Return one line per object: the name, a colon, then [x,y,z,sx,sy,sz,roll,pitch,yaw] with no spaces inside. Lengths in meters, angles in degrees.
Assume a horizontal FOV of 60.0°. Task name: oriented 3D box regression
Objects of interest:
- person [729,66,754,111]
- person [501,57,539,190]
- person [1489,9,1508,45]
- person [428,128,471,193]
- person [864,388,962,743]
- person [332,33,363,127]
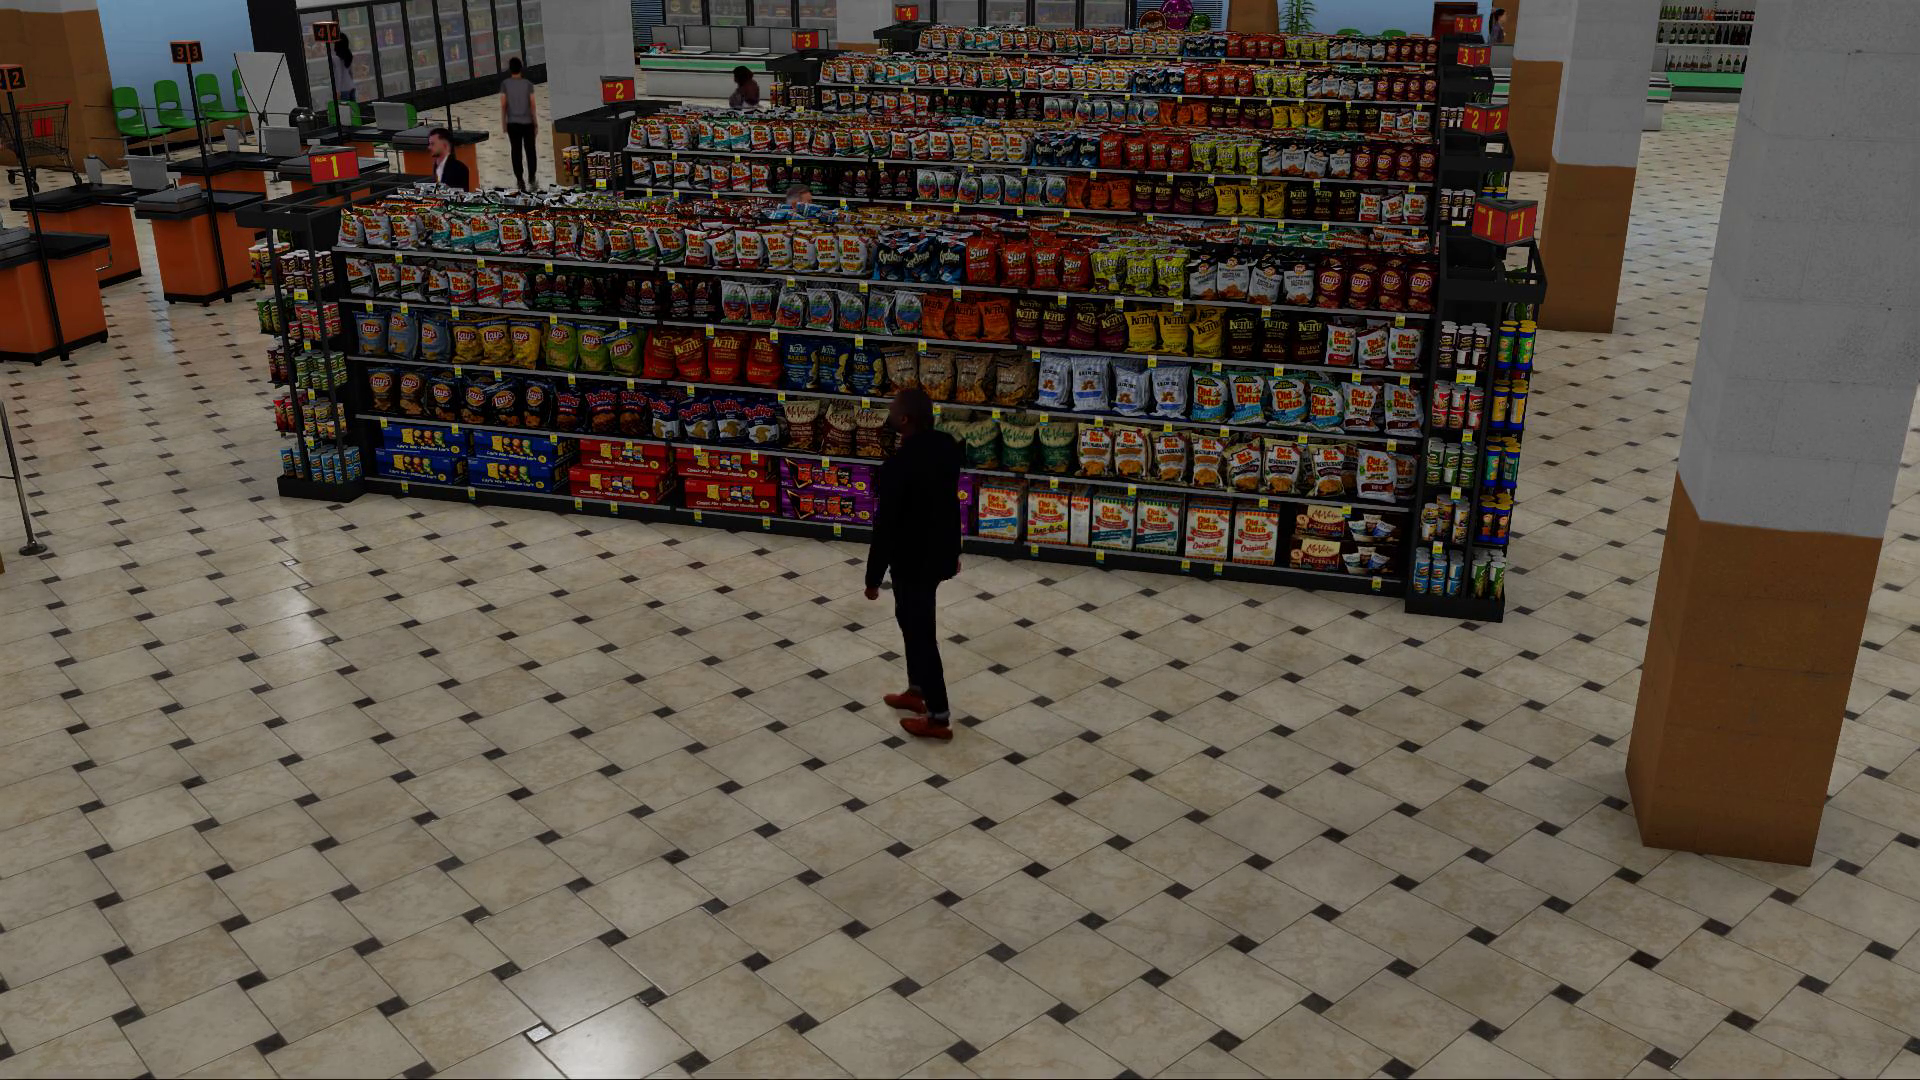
person: [-2.853,-5.392,21.989,0.584,1.713,0.590,8,23,19]
person: [-5.960,-5.607,22.512,1.160,1.722,1.042,-5,22,-11]
person: [10.007,-9.157,31.423,0.576,1.665,0.625,5,22,13]
person: [-4.717,-2.987,15.920,1.291,1.775,1.094,18,28,37]
person: [-0.118,0.151,8.071,0.853,1.805,0.833,13,25,29]
person: [-9.652,-7.090,26.184,0.537,1.736,0.622,4,22,10]
